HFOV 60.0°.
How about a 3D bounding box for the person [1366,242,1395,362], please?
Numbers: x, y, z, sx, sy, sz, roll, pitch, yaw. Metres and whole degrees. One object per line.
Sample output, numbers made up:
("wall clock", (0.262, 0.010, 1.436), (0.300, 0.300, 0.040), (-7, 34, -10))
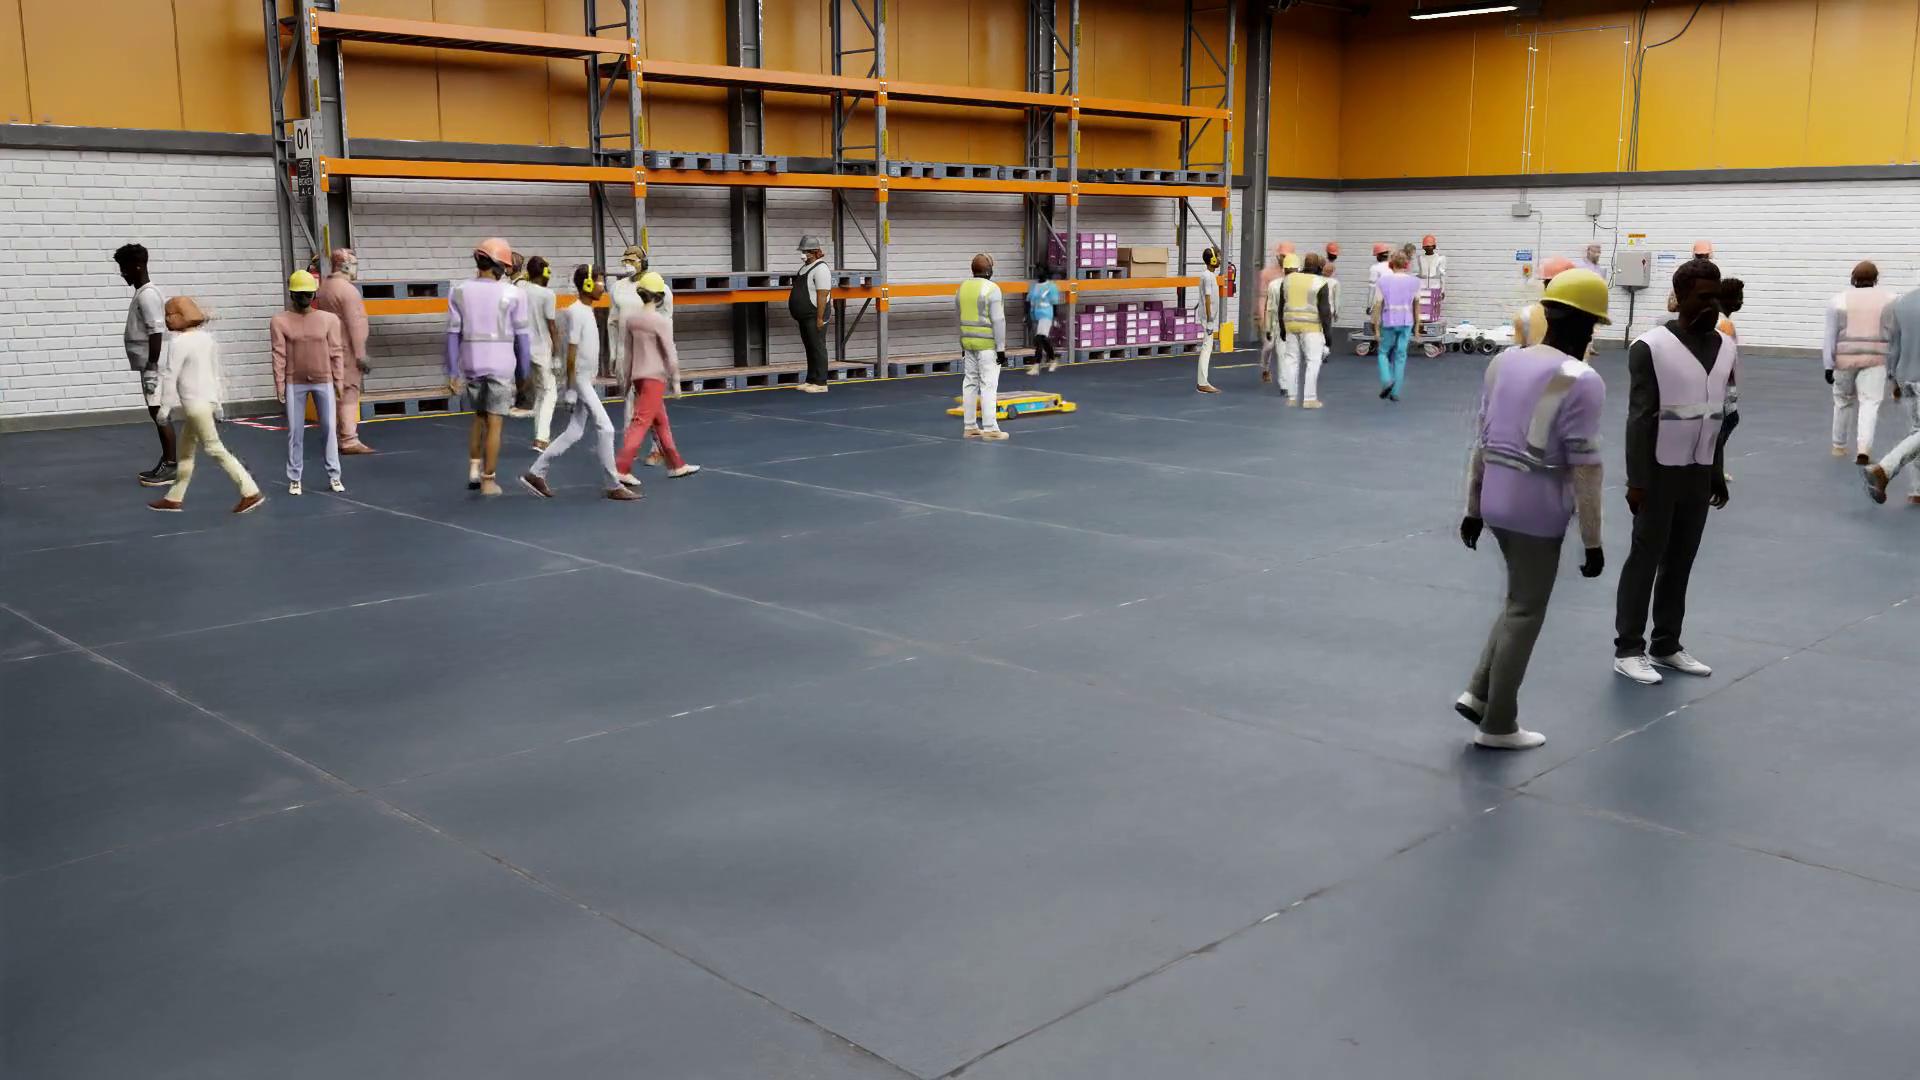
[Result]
("person", (6.785, -3.781, 26.523), (0.626, 1.909, 0.590), (-4, 11, -20))

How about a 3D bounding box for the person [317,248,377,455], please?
("person", (-5.681, -1.744, 15.436), (0.400, 1.909, 0.651), (-9, 14, -40))

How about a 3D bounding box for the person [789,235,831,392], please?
("person", (-1.948, -2.932, 21.535), (0.536, 2.000, 0.680), (-5, 11, -24))

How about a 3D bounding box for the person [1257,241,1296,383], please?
("person", (4.238, -2.996, 22.154), (0.620, 1.952, 0.898), (0, 10, -1))

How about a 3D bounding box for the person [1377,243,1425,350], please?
("person", (7.854, -4.288, 29.402), (1.065, 1.872, 0.663), (3, 11, 18))

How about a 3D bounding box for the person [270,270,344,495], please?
("person", (-5.088, -1.224, 13.006), (0.521, 1.757, 0.357), (-4, 11, -23))

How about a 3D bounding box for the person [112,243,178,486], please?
("person", (-6.589, -1.420, 13.507), (0.390, 1.957, 0.612), (-5, 11, -25))

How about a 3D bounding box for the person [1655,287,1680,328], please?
("person", (6.233, -1.419, 14.446), (0.537, 1.605, 0.688), (1, 10, 4))

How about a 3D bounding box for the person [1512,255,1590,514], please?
("person", (4.122, -1.037, 11.639), (0.566, 1.882, 1.017), (7, 13, 35))

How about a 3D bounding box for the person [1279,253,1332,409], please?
("person", (4.046, -2.446, 19.531), (0.672, 1.812, 0.458), (9, 14, 40))

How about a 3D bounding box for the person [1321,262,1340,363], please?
("person", (5.821, -3.638, 26.564), (0.512, 1.603, 0.808), (-1, 10, -7))

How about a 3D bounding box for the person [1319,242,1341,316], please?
("person", (6.941, -4.668, 31.428), (0.579, 1.883, 0.589), (7, 13, 34))

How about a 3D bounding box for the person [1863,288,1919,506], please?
("person", (7.056, -1.167, 12.266), (0.786, 1.915, 0.634), (-2, 11, -12))

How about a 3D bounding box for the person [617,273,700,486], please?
("person", (-2.512, -1.312, 13.576), (0.538, 1.721, 0.930), (9, 14, 42))

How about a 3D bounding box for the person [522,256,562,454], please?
("person", (-3.936, -1.701, 15.420), (0.557, 1.835, 0.536), (7, 12, 33))

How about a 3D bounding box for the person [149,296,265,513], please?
("person", (-5.519, -0.975, 12.080), (0.862, 1.588, 0.519), (0, 10, 1))

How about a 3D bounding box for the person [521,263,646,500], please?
("person", (-2.935, -1.199, 12.711), (0.927, 1.825, 0.545), (-1, 10, -4))

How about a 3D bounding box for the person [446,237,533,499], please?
("person", (-3.633, -1.322, 12.858), (0.619, 2.005, 0.546), (1, 10, 4))

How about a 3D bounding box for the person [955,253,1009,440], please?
("person", (0.236, -1.913, 16.510), (0.429, 1.846, 0.633), (-9, 14, -40))

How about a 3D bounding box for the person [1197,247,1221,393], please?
("person", (3.231, -2.838, 21.475), (0.315, 1.873, 0.532), (1, 10, 6))

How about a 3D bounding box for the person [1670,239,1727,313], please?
("person", (9.386, -2.828, 21.172), (0.660, 1.954, 0.924), (5, 12, 26))

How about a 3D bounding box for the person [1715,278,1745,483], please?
("person", (6.107, -1.249, 13.309), (0.494, 1.677, 0.557), (3, 11, 18))

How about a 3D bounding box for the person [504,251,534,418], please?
("person", (-4.937, -2.284, 18.536), (0.346, 1.846, 0.506), (-5, 12, -26))

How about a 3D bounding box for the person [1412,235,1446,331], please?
("person", (8.772, -4.690, 31.153), (0.617, 2.030, 0.403), (4, 11, 19))

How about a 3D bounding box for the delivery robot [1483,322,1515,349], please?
("delivery robot", (9.218, -3.441, 28.109), (0.707, 0.478, 0.477), (5, 11, 26))

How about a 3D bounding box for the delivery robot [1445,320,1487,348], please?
("delivery robot", (8.704, -3.538, 28.633), (0.477, 0.478, 0.707), (-8, 13, -36))

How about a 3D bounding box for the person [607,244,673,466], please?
("person", (-2.826, -1.623, 14.673), (0.627, 1.940, 0.372), (4, 11, 20))

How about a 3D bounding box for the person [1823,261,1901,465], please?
("person", (8.060, -1.589, 14.879), (0.624, 1.803, 0.946), (6, 12, 28))

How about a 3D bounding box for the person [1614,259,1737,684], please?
("person", (3.256, -0.314, 7.593), (0.597, 1.916, 0.372), (-5, 12, -26))

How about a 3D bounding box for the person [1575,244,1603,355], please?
("person", (10.593, -4.081, 28.242), (0.656, 1.885, 0.617), (-6, 12, -30))

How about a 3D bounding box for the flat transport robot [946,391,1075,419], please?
("flat transport robot", (0.581, -1.531, 18.718), (1.431, 0.197, 0.652), (-10, 15, -44))

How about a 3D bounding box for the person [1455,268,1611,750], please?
("person", (2.238, -0.096, 6.447), (0.456, 1.896, 0.634), (-4, 11, -19))

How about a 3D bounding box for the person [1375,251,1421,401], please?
("person", (5.336, -2.606, 20.329), (0.575, 1.830, 0.443), (1, 10, 4))

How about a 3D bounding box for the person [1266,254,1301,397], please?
("person", (4.192, -2.738, 21.150), (0.602, 1.799, 0.902), (1, 10, 5))

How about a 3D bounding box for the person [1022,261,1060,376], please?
("person", (1.229, -3.246, 24.274), (0.838, 1.662, 0.530), (-10, 14, -43))
